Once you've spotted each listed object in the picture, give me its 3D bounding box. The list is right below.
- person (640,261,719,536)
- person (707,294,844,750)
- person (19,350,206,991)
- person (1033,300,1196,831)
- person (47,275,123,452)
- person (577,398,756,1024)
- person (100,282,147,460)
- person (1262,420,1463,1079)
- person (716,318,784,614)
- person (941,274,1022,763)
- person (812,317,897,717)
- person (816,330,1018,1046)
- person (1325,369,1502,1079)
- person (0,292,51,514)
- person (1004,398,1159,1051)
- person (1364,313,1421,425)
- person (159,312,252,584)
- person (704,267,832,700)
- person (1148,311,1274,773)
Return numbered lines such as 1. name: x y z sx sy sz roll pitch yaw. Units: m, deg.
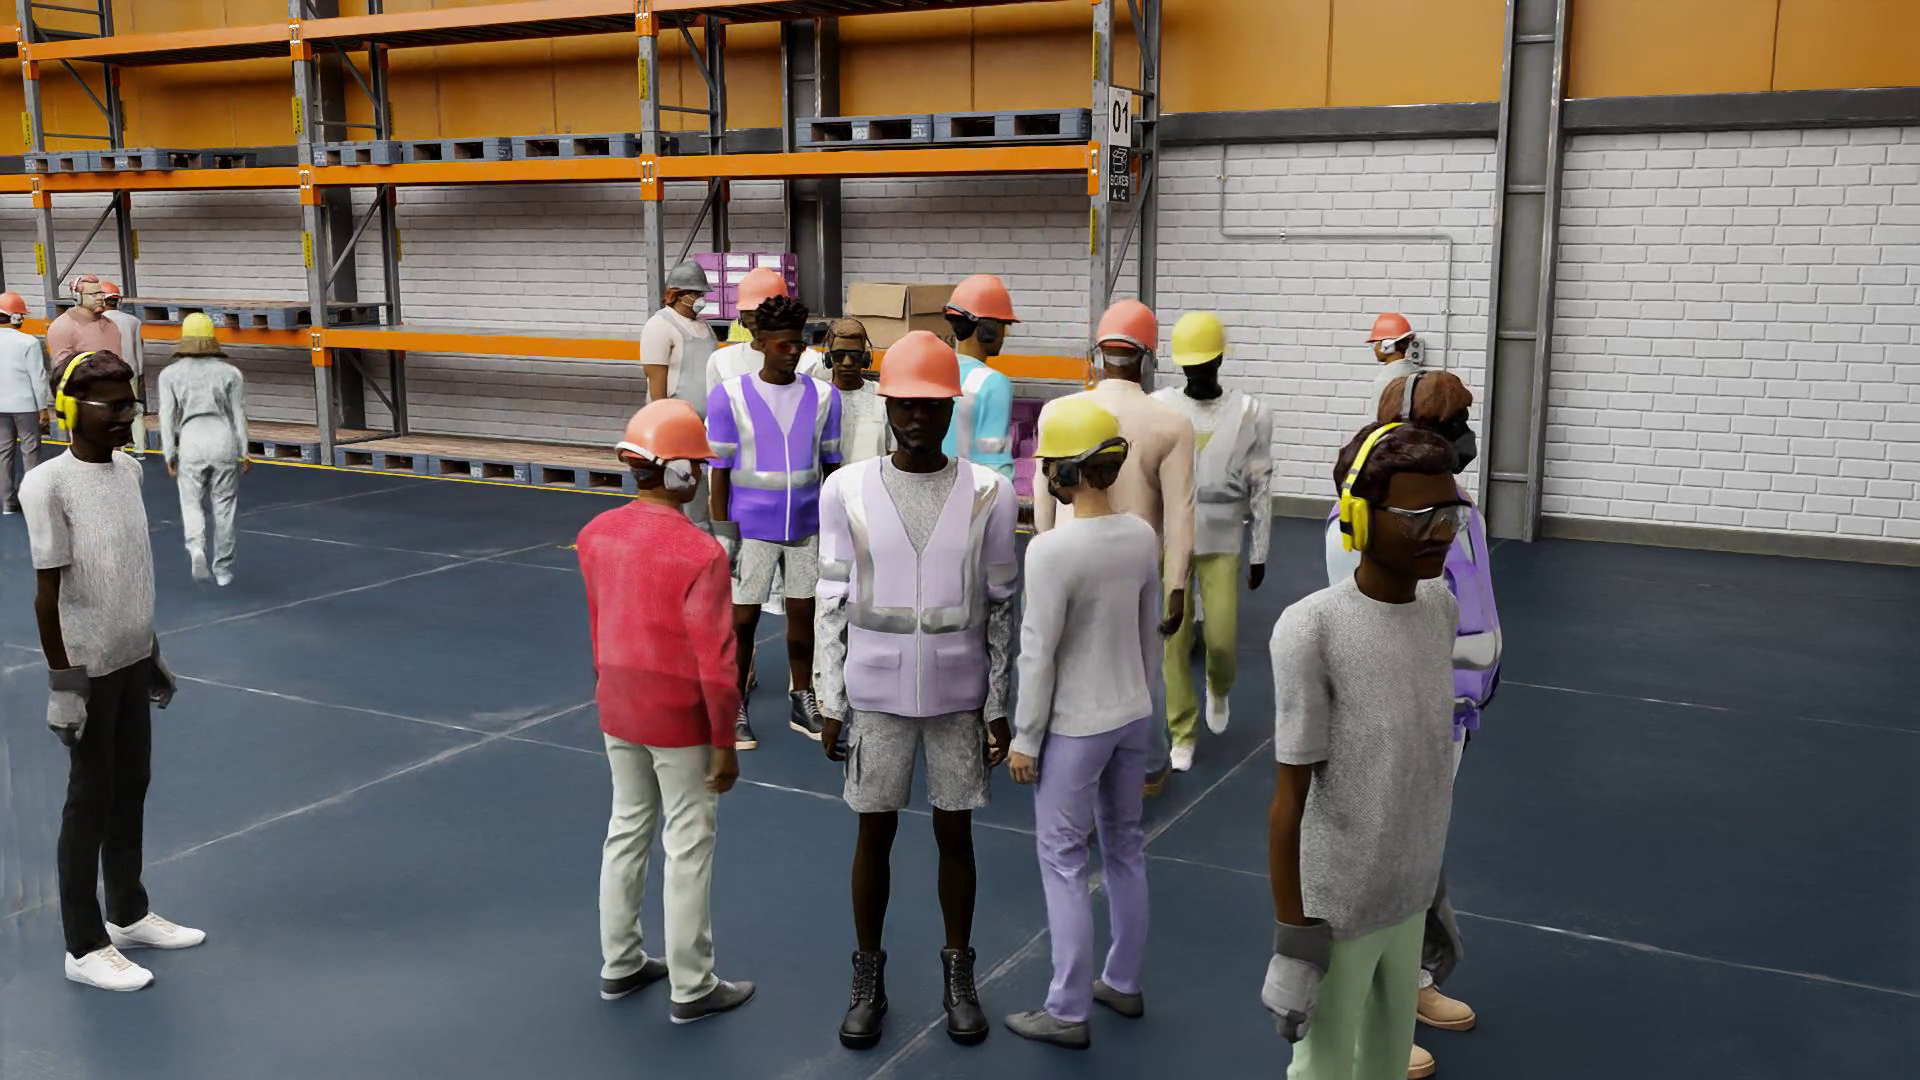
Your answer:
1. person: -1.821 -0.873 11.261 0.535 2.000 0.682 5 11 25
2. person: -0.773 -0.068 7.107 0.619 1.953 0.397 -5 11 -25
3. person: -2.506 0.375 4.904 0.309 1.864 0.535 1 10 4
4. person: 0.578 0.090 6.238 0.629 1.945 0.998 3 11 14
5. person: -6.415 -1.010 12.380 0.408 1.909 0.642 2 10 10
6. person: -0.807 0.477 4.661 0.562 1.745 0.339 8 13 37
7. person: -8.232 -1.632 16.207 0.342 1.748 0.573 5 12 27
8. person: 0.762 0.703 3.097 0.532 1.866 0.310 -9 14 -40
9. person: -1.271 -0.442 9.746 0.513 1.717 0.685 -10 14 -44
10. person: 0.065 -0.081 6.946 0.409 2.035 0.613 -6 12 -31
11. person: -0.495 -0.071 7.437 0.501 1.839 0.342 -2 10 -9
12. person: -0.114 0.410 4.494 0.545 1.943 0.347 -1 10 -3
13. person: 1.209 0.471 4.434 0.429 1.846 0.626 8 13 36
14. person: -7.444 -1.074 13.144 0.564 1.752 0.338 2 11 11
15. person: 0.336 0.494 4.546 0.352 1.759 0.535 9 14 41
16. person: 2.550 -0.473 9.900 0.361 1.740 0.563 7 12 34
17. person: -4.690 -0.548 10.360 0.499 1.726 0.530 -4 11 -21
18. person: -0.901 -0.251 7.841 0.607 2.044 0.378 0 10 2
19. person: 0.994 -0.007 6.925 0.592 1.896 0.545 2 11 11
